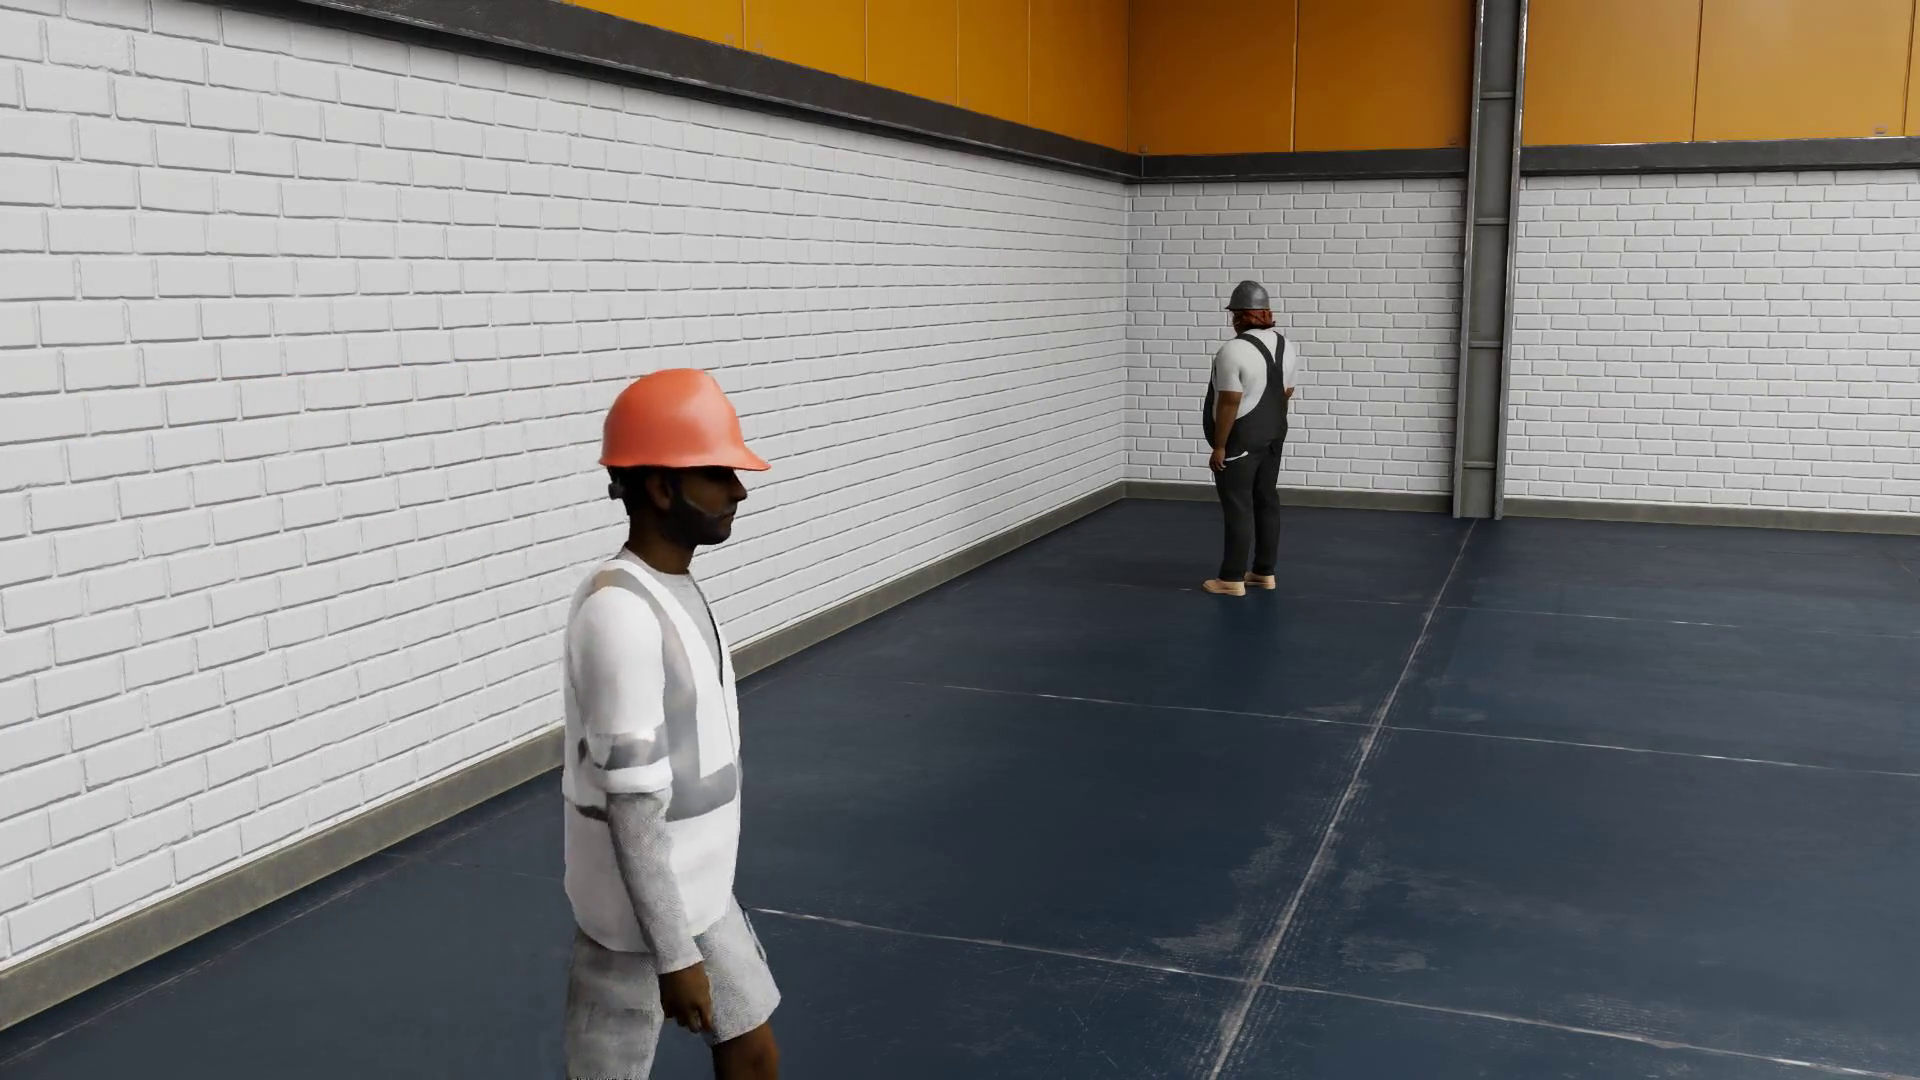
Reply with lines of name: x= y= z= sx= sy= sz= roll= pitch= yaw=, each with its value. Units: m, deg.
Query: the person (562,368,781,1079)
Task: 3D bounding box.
person: x=-0.650 y=0.634 z=3.089 sx=0.901 sy=1.912 sz=0.537 roll=1 pitch=9 yaw=6

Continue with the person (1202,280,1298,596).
person: x=1.835 y=-0.667 z=10.845 sx=0.684 sy=2.000 sz=0.538 roll=-8 pitch=12 yaw=-41
